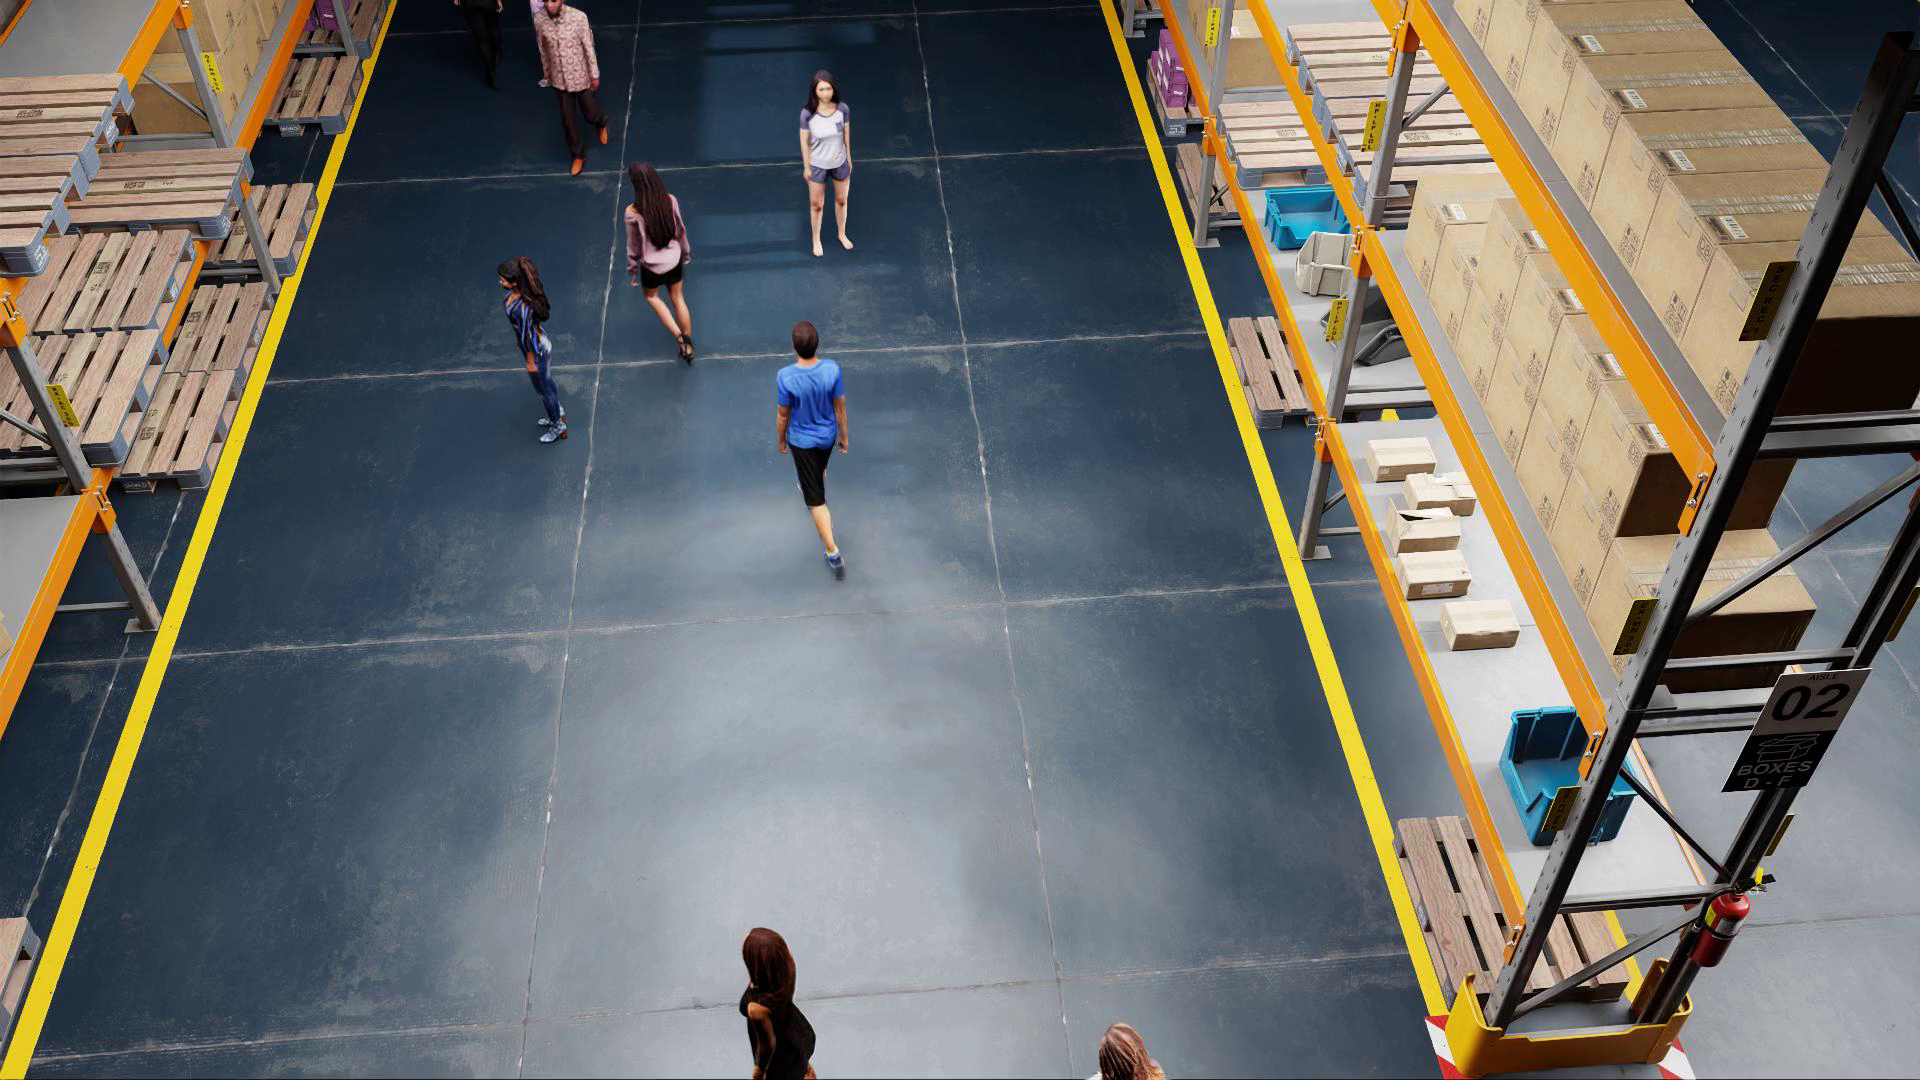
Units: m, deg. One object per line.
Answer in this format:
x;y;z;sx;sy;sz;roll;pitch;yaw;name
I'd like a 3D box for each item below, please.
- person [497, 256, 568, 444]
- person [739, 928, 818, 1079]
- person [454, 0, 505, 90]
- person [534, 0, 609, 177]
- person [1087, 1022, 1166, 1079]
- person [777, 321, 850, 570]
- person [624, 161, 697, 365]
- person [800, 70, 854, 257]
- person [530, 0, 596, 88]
-3.175;-1.428;12.417;0.720;1.621;0.566;-13;45;-14;person
-0.886;2.472;8.170;0.713;1.834;0.585;12;45;12;person
-4.737;-5.275;16.432;0.737;1.655;1.027;-15;46;-15;person
-3.546;-4.307;15.321;0.766;1.786;0.976;3;44;3;person
0.782;2.912;7.811;0.930;1.691;1.155;-23;48;-22;person
-0.982;-0.619;11.425;0.895;1.820;1.328;-15;46;-16;person
-2.303;-2.084;12.984;0.862;1.790;0.893;-21;47;-21;person
-1.128;-3.246;14.265;0.653;1.706;0.614;-16;46;-16;person
-4.059;-5.408;16.505;0.948;1.746;1.098;21;48;21;person
